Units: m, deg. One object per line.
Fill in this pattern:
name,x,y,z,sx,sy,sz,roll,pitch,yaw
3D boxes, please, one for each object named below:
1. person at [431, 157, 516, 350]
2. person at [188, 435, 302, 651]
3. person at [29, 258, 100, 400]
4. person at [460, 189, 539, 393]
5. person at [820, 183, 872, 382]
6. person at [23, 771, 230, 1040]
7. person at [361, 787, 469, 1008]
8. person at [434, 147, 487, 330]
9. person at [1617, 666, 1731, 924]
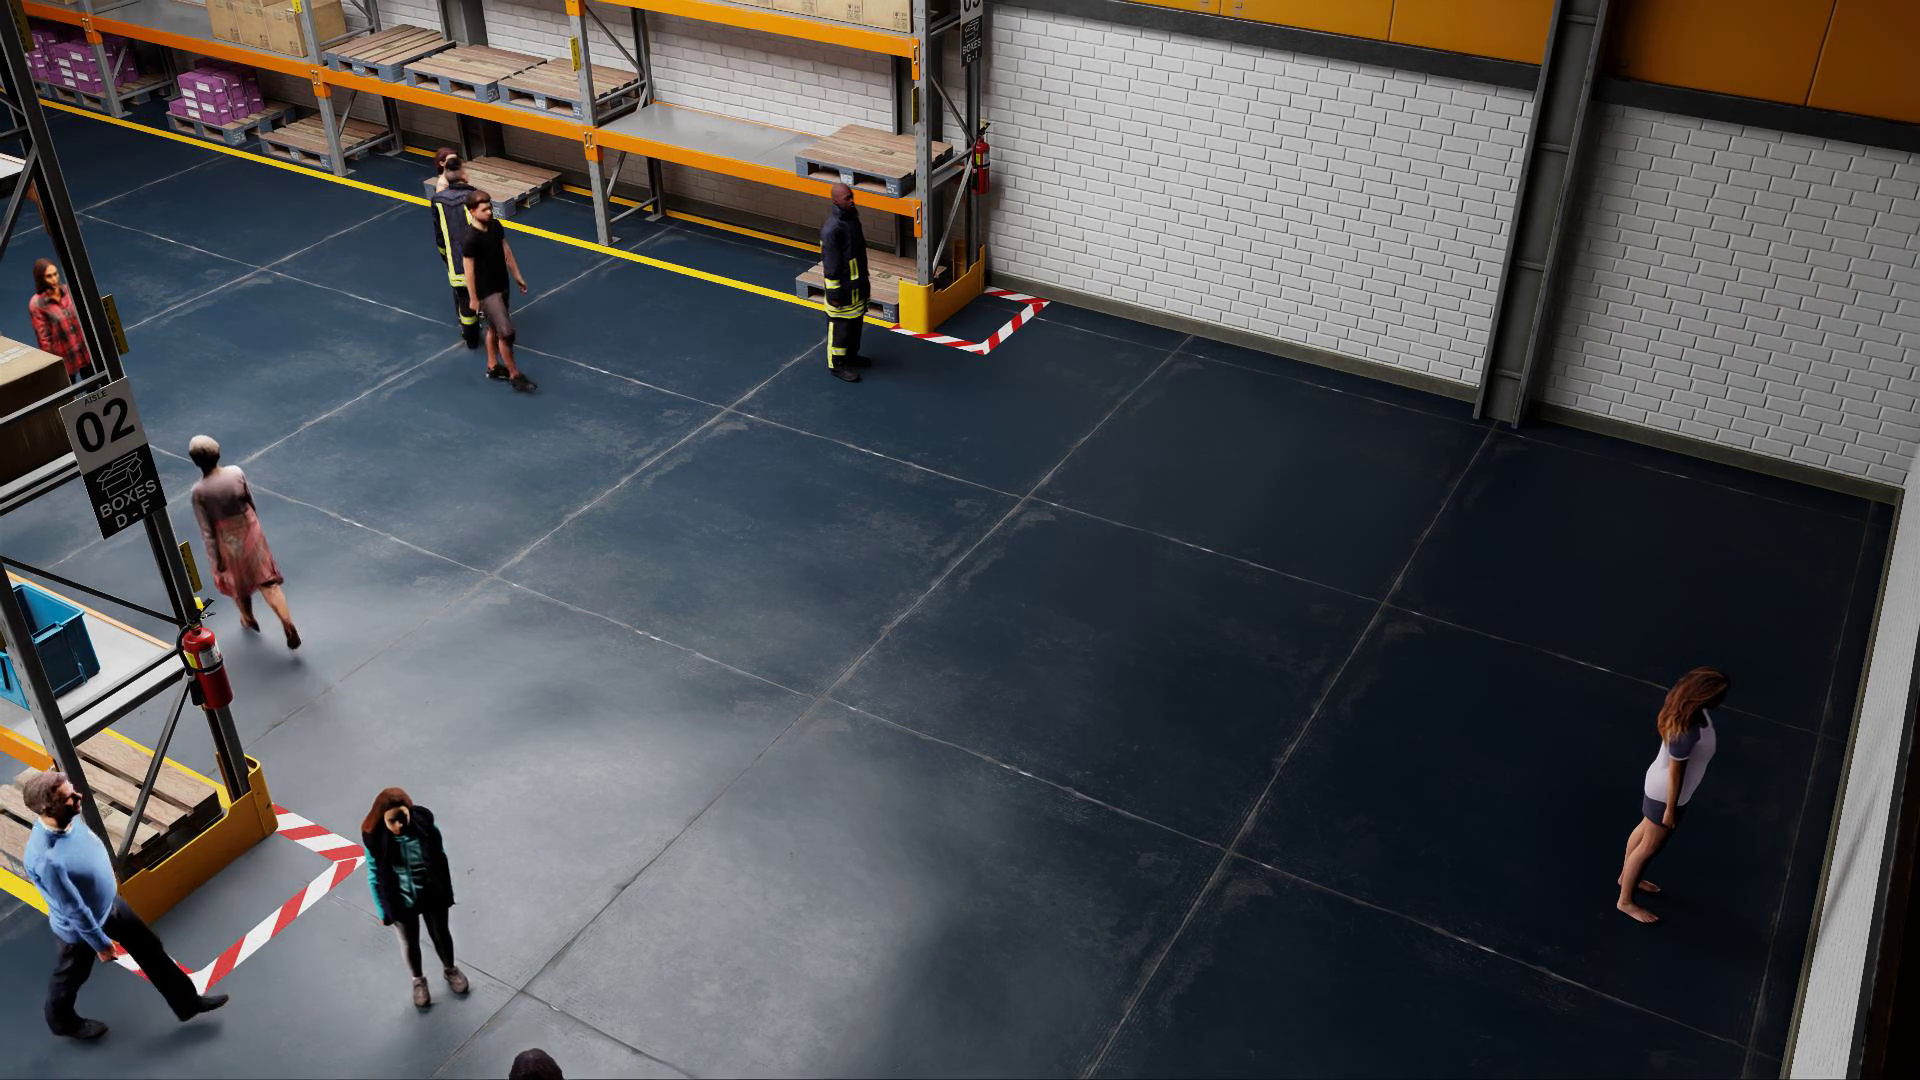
person,-4.522,-2.650,15.358,0.798,1.867,0.924,2,34,3
person,-4.936,0.051,11.474,0.770,1.667,1.067,-29,43,-36
person,-7.409,-1.558,13.864,0.553,1.701,0.616,20,38,27
person,-4.232,-2.243,14.768,0.924,1.842,0.786,9,35,13
person,-1.039,-2.347,14.943,0.712,1.822,0.782,12,36,18
person,-4.580,1.939,8.542,1.249,1.768,1.112,-5,34,-7
person,-2.906,1.883,8.872,0.674,1.496,0.718,-16,37,-22
person,-4.754,-2.878,15.789,0.657,1.769,0.679,5,34,8
person,3.988,1.403,9.387,0.565,1.725,0.607,14,36,20
